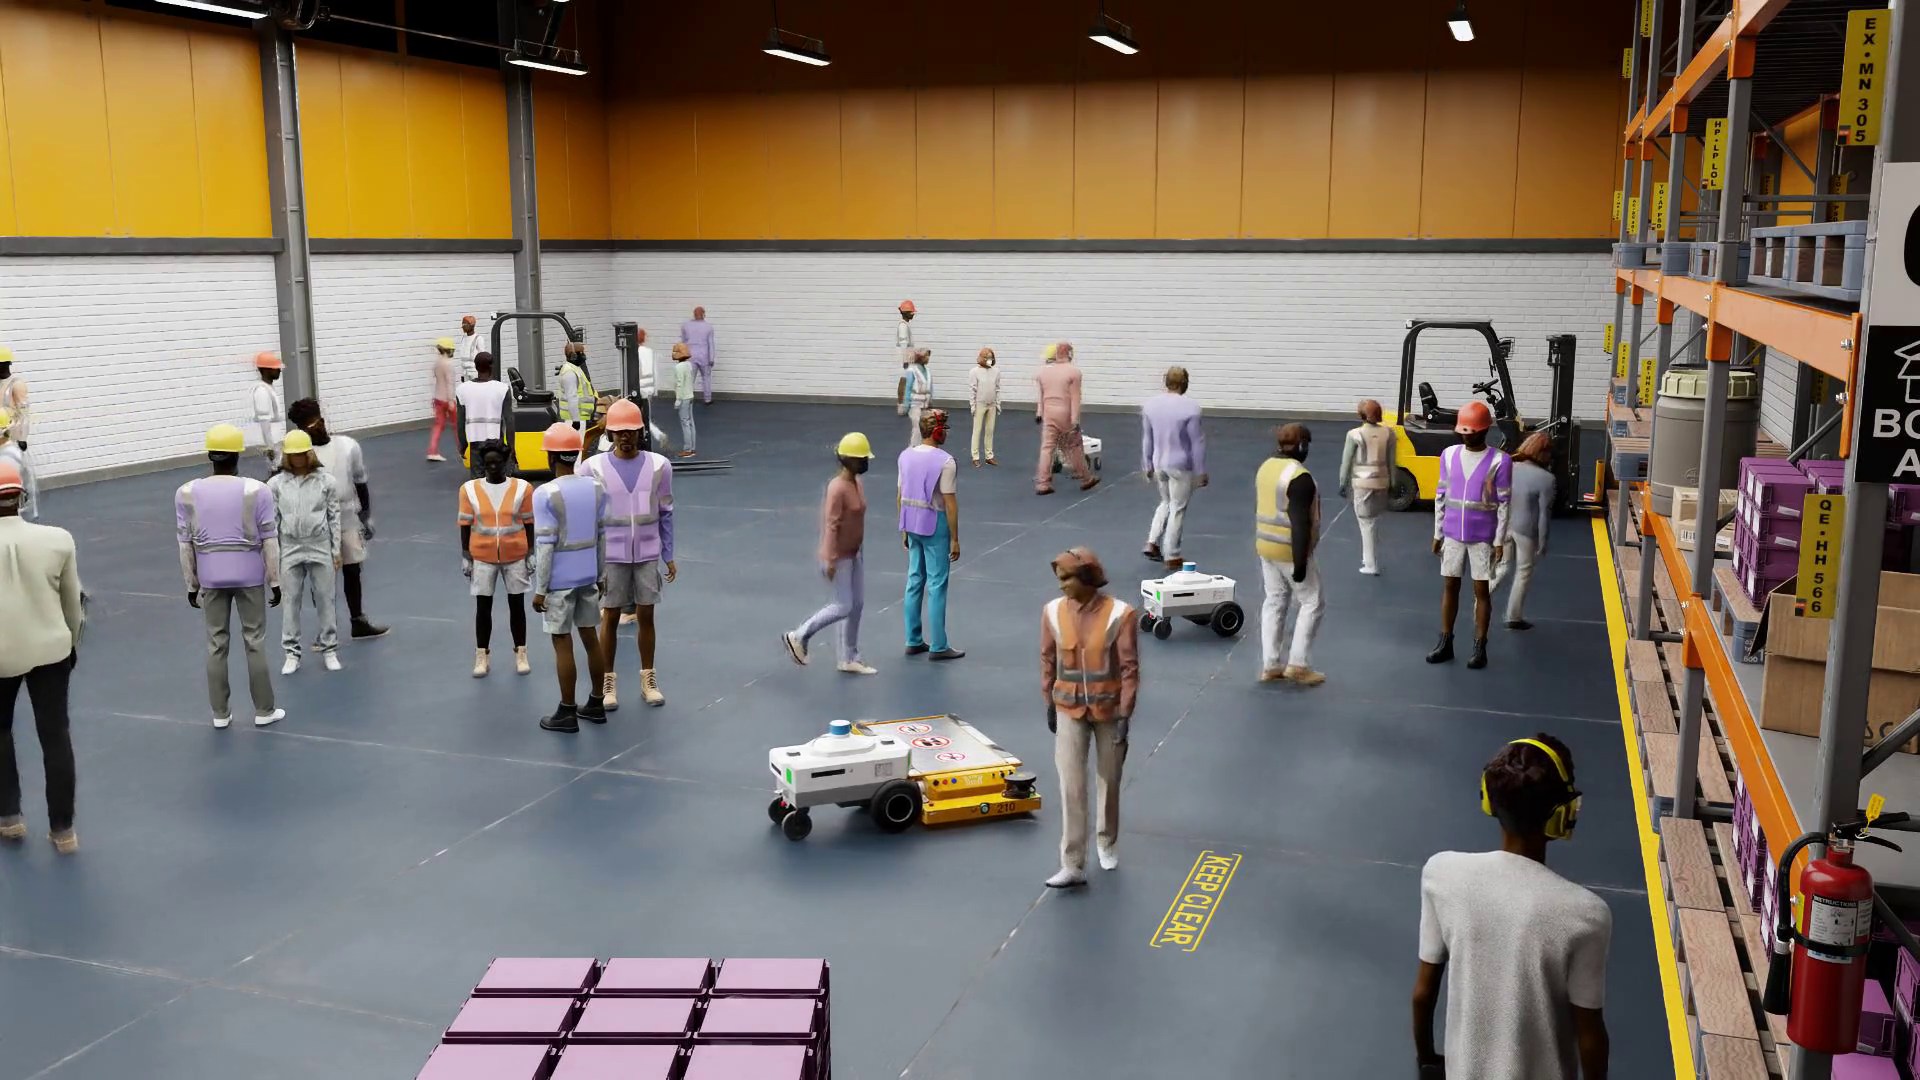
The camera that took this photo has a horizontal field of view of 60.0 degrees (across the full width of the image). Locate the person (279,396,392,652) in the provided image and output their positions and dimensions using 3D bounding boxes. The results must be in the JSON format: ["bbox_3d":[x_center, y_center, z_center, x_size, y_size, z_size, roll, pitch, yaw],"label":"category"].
[{"bbox_3d":[-4.662,-0.128,12.501,0.802,1.928,0.378,-9,13,-41],"label":"person"}]

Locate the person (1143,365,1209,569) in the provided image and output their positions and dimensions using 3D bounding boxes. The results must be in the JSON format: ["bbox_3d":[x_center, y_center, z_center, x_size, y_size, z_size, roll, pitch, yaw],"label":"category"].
[{"bbox_3d":[2.017,-0.675,15.540,0.431,1.924,0.634,-9,13,-41],"label":"person"}]

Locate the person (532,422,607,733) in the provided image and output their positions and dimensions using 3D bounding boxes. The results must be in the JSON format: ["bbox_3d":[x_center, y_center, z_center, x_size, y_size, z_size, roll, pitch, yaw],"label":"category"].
[{"bbox_3d":[-2.455,0.233,10.397,0.360,1.935,0.552,7,12,35],"label":"person"}]

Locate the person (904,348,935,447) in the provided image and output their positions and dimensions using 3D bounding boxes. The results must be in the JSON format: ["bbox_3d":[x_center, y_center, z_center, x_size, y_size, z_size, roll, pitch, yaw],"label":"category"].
[{"bbox_3d":[-0.550,-1.821,22.806,0.481,1.621,0.561,7,12,33],"label":"person"}]

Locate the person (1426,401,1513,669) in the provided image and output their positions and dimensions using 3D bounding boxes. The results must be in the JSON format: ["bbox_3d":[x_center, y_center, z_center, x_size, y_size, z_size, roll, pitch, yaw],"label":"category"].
[{"bbox_3d":[3.656,-0.037,11.950,0.542,1.927,0.379,8,13,36],"label":"person"}]

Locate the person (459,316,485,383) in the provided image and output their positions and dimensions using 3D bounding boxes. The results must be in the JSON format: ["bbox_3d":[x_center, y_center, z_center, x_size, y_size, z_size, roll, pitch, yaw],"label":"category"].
[{"bbox_3d":[-7.956,-2.708,27.114,0.583,1.882,0.350,8,13,39],"label":"person"}]

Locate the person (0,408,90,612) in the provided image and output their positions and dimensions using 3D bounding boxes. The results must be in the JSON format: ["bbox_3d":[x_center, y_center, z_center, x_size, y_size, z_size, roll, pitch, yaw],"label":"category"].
[{"bbox_3d":[-7.391,-0.169,13.075,0.814,1.806,0.588,-8,13,-37],"label":"person"}]

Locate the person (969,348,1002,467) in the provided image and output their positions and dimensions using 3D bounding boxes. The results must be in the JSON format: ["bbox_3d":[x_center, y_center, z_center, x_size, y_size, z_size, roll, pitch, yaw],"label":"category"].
[{"bbox_3d":[0.347,-1.824,22.840,0.499,1.633,0.289,-6,12,-32],"label":"person"}]

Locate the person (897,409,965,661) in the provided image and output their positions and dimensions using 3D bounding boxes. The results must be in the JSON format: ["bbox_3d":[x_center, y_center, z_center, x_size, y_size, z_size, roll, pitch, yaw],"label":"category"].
[{"bbox_3d":[-0.236,-0.039,12.187,0.373,1.843,0.571,-10,14,-44],"label":"person"}]

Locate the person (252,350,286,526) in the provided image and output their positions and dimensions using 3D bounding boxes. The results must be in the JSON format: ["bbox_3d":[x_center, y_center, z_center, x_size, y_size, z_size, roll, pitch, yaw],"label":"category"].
[{"bbox_3d":[-7.418,-1.086,17.881,0.455,1.916,0.563,-3,11,-18],"label":"person"}]

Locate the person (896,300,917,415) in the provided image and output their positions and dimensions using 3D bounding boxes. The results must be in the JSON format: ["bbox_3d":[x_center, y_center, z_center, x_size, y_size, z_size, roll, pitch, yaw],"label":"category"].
[{"bbox_3d":[-0.951,-3.256,29.748,0.393,2.041,0.613,0,10,-1],"label":"person"}]

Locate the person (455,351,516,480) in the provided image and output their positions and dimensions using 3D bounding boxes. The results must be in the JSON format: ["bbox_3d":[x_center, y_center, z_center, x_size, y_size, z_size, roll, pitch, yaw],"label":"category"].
[{"bbox_3d":[-4.991,-1.023,17.532,0.597,1.914,0.369,0,10,-1],"label":"person"}]

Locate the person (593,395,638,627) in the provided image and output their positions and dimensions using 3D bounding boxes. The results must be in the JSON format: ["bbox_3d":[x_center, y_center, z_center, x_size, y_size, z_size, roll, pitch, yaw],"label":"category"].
[{"bbox_3d":[-2.764,-0.236,13.299,0.345,1.846,0.506,-8,13,-38],"label":"person"}]

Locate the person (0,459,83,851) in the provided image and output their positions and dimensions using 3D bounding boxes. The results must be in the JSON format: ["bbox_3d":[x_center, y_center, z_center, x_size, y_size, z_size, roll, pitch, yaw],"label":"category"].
[{"bbox_3d":[-4.749,0.572,8.404,0.605,1.968,0.775,-8,13,-37],"label":"person"}]

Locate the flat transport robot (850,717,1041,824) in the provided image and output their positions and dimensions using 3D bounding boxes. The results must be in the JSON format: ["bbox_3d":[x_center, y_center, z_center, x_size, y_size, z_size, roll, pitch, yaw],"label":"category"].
[{"bbox_3d":[-0.126,1.250,9.363,0.652,0.197,1.431,-4,11,-21],"label":"flat transport robot"}]

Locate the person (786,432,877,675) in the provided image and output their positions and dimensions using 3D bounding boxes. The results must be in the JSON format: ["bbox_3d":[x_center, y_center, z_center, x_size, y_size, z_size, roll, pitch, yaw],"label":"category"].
[{"bbox_3d":[-0.872,0.105,11.667,0.591,1.746,0.534,3,11,17],"label":"person"}]

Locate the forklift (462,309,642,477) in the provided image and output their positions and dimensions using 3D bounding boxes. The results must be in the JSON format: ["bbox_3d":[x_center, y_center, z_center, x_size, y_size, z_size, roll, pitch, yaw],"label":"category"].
[{"bbox_3d":[-5.354,-1.902,21.697,2.313,2.155,1.214,-2,10,-13],"label":"forklift"}]

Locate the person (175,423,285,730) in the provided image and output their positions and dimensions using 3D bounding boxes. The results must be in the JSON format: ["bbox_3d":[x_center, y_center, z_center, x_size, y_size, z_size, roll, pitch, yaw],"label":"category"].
[{"bbox_3d":[-4.561,0.233,10.428,0.588,1.927,0.370,-2,10,-10],"label":"person"}]

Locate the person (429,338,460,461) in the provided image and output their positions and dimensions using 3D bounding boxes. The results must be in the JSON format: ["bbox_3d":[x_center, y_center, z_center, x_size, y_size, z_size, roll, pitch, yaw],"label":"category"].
[{"bbox_3d":[-7.165,-1.967,23.352,0.748,1.729,0.546,-10,14,-43],"label":"person"}]

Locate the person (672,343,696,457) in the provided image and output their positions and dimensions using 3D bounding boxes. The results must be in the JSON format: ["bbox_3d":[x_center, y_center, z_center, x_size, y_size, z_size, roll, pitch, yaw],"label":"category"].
[{"bbox_3d":[-3.965,-2.001,23.835,0.282,1.633,0.501,2,10,10],"label":"person"}]

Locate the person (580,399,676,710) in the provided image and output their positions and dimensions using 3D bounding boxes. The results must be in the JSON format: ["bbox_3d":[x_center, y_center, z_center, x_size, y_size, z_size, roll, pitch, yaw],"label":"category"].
[{"bbox_3d":[-2.154,0.098,10.863,0.612,2.041,0.394,-4,11,-21],"label":"person"}]

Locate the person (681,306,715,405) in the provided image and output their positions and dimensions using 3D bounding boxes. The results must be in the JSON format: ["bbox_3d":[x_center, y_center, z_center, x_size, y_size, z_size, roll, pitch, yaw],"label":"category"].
[{"bbox_3d":[-4.932,-3.464,31.376,0.662,1.885,0.757,1,10,5],"label":"person"}]

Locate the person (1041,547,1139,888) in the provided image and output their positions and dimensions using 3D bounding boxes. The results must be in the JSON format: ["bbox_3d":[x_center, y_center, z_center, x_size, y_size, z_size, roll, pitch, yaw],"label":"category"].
[{"bbox_3d":[0.593,0.847,7.896,0.504,1.600,0.722,3,11,16],"label":"person"}]

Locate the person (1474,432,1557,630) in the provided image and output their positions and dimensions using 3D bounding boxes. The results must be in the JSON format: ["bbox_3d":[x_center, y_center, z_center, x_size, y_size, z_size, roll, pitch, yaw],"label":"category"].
[{"bbox_3d":[4.306,-0.042,12.905,0.584,1.604,0.542,-6,12,-32],"label":"person"}]

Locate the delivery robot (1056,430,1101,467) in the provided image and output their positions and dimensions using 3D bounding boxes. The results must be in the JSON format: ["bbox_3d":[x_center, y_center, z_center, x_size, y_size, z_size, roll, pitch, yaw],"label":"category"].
[{"bbox_3d":[1.588,-1.225,22.211,0.477,0.478,0.707,6,11,33],"label":"delivery robot"}]

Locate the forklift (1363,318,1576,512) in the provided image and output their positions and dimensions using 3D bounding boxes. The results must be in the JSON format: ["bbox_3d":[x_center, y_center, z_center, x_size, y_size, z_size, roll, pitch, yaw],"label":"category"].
[{"bbox_3d":[5.787,-1.437,19.079,2.313,2.155,1.214,3,11,19],"label":"forklift"}]

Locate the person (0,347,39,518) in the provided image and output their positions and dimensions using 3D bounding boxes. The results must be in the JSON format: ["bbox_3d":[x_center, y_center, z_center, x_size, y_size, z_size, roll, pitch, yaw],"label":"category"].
[{"bbox_3d":[-10.472,-1.169,18.320,0.594,1.925,0.379,7,12,34],"label":"person"}]

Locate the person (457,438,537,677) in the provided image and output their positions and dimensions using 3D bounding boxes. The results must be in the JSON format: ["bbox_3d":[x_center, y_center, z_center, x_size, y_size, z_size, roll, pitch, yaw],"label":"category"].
[{"bbox_3d":[-3.246,0.120,11.707,0.540,1.696,0.317,-3,10,-14],"label":"person"}]

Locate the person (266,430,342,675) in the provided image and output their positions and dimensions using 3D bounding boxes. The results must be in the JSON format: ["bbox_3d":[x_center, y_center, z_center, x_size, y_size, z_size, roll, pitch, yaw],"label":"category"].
[{"bbox_3d":[-4.636,0.084,11.786,0.492,1.742,0.319,-4,11,-20],"label":"person"}]

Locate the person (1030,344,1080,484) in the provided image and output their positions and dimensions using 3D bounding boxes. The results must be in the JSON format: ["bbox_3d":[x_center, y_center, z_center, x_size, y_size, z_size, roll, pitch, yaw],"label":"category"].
[{"bbox_3d":[1.292,-1.621,21.268,0.884,1.792,0.579,-5,11,-25],"label":"person"}]

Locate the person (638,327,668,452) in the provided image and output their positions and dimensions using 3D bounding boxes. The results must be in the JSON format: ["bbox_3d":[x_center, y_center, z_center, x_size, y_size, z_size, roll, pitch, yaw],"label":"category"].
[{"bbox_3d":[-4.543,-2.140,23.996,0.748,1.856,0.584,6,12,30],"label":"person"}]

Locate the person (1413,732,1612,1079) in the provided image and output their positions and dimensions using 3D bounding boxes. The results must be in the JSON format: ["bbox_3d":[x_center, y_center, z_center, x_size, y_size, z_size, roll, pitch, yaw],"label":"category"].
[{"bbox_3d":[1.354,1.390,4.096,0.332,1.865,0.520,-10,14,-44],"label":"person"}]

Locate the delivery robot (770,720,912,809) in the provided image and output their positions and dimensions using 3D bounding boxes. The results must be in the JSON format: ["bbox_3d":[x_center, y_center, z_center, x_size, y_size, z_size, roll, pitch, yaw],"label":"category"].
[{"bbox_3d":[-0.624,1.183,8.675,0.707,0.478,0.477,-4,11,-22],"label":"delivery robot"}]

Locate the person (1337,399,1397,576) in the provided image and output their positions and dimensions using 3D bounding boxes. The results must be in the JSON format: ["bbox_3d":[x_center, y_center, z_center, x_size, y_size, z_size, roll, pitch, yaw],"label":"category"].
[{"bbox_3d":[3.751,-0.500,15.425,0.525,1.614,0.650,-3,10,-16],"label":"person"}]

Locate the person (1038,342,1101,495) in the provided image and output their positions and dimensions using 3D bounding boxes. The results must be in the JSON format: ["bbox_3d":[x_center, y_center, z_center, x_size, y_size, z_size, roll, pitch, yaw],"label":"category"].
[{"bbox_3d":[1.294,-1.495,20.383,0.667,1.845,0.994,8,13,38],"label":"person"}]

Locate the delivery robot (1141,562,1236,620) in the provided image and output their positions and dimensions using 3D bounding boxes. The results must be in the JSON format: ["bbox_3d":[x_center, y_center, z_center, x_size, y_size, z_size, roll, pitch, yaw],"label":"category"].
[{"bbox_3d":[1.783,0.417,12.989,0.707,0.478,0.477,-3,11,-18],"label":"delivery robot"}]

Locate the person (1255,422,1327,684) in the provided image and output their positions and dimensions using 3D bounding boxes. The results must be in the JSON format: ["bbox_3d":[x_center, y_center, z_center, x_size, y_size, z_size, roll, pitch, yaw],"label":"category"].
[{"bbox_3d":[2.319,0.090,11.567,0.527,1.816,0.637,-3,11,-19],"label":"person"}]

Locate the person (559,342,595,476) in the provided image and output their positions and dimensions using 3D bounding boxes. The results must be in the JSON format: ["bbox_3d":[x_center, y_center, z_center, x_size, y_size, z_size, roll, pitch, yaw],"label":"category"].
[{"bbox_3d":[-4.710,-1.511,20.486,0.429,1.846,0.627,-2,10,-10],"label":"person"}]
